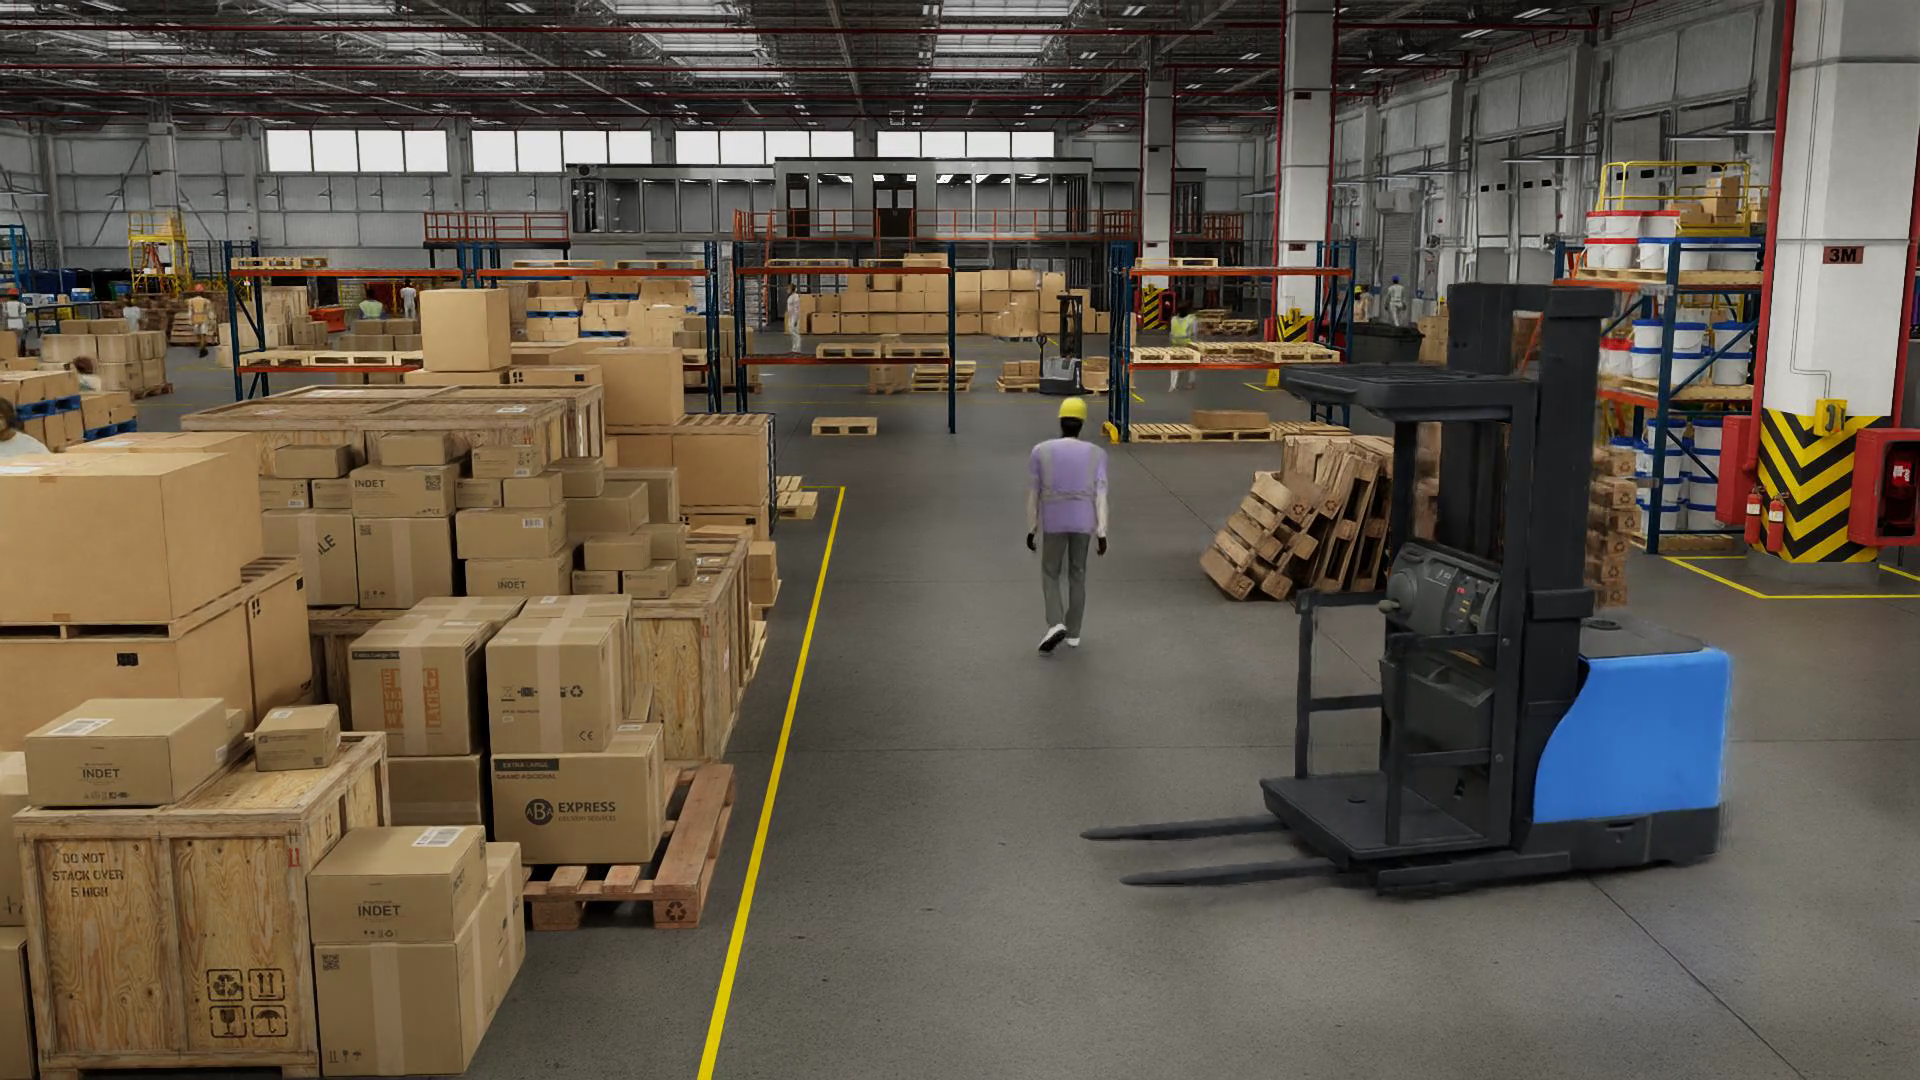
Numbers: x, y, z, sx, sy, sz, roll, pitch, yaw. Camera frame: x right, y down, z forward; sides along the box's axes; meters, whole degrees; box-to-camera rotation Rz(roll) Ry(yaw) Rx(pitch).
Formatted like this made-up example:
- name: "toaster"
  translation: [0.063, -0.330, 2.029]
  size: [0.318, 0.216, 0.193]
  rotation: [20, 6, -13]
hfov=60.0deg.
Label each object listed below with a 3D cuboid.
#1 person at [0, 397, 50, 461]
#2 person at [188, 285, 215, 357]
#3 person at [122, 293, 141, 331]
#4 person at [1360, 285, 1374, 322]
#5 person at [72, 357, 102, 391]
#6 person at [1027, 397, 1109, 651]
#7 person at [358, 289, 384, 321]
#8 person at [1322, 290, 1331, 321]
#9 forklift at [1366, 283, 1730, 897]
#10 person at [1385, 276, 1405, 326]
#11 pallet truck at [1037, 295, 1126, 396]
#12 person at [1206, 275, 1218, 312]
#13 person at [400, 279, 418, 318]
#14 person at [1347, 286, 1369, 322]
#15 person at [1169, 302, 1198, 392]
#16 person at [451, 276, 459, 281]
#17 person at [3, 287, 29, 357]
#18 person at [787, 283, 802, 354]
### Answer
- name: "person"
  translation: [-6.865, -0.079, 12.043]
  size: [0.635, 1.937, 0.352]
  rotation: [1, 10, 5]
- name: "person"
  translation: [-20.028, -5.770, 43.912]
  size: [0.564, 1.889, 1.010]
  rotation: [-2, 10, -10]
- name: "person"
  translation: [-19.149, -4.786, 38.523]
  size: [0.524, 1.857, 0.425]
  rotation: [2, 10, 12]
- name: "person"
  translation: [11.663, -6.470, 48.076]
  size: [0.626, 1.792, 0.958]
  rotation: [5, 11, 25]
- name: "person"
  translation: [-11.018, -1.506, 20.955]
  size: [0.877, 1.592, 0.522]
  rotation: [1, 10, 5]
- name: "person"
  translation: [0.809, -0.112, 12.388]
  size: [0.618, 1.885, 0.715]
  rotation: [-1, 10, -4]
- name: "person"
  translation: [-14.485, -5.231, 40.948]
  size: [0.612, 1.869, 0.996]
  rotation: [-7, 12, -35]
- name: "person"
  translation: [8.345, -4.799, 38.401]
  size: [0.676, 1.911, 0.577]
  rotation: [10, 14, 43]
- name: "forklift"
  translation: [2.700, 0.151, 8.137]
  size: [1.873, 2.768, 1.129]
  rotation: [-2, 10, -13]
- name: "person"
  translation: [14.559, -7.870, 55.599]
  size: [0.626, 1.899, 1.004]
  rotation: [-3, 11, -14]
- name: "pallet truck"
  translation: [2.483, -3.881, 33.060]
  size: [1.885, 1.965, 0.823]
  rotation: [-7, 13, -36]
- name: "person"
  translation: [10.841, -10.786, 71.591]
  size: [0.416, 1.986, 0.635]
  rotation: [-7, 12, -33]
- name: "person"
  translation: [-17.494, -7.361, 52.836]
  size: [0.519, 1.861, 0.328]
  rotation: [-2, 10, -13]
- name: "person"
  translation: [10.445, -5.723, 43.678]
  size: [0.591, 1.881, 0.998]
  rotation: [5, 11, 24]
- name: "person"
  translation: [4.579, -3.941, 33.967]
  size: [0.630, 1.822, 0.853]
  rotation: [6, 12, 30]
- name: "person"
  translation: [-16.056, -7.443, 53.060]
  size: [0.601, 1.935, 0.691]
  rotation: [8, 13, 37]
- name: "person"
  translation: [-23.429, -5.303, 41.231]
  size: [0.548, 1.914, 0.765]
  rotation: [-1, 10, -7]
- name: "person"
  translation: [-4.422, -5.869, 44.301]
  size: [0.366, 1.938, 0.630]
  rotation: [-4, 11, -20]
